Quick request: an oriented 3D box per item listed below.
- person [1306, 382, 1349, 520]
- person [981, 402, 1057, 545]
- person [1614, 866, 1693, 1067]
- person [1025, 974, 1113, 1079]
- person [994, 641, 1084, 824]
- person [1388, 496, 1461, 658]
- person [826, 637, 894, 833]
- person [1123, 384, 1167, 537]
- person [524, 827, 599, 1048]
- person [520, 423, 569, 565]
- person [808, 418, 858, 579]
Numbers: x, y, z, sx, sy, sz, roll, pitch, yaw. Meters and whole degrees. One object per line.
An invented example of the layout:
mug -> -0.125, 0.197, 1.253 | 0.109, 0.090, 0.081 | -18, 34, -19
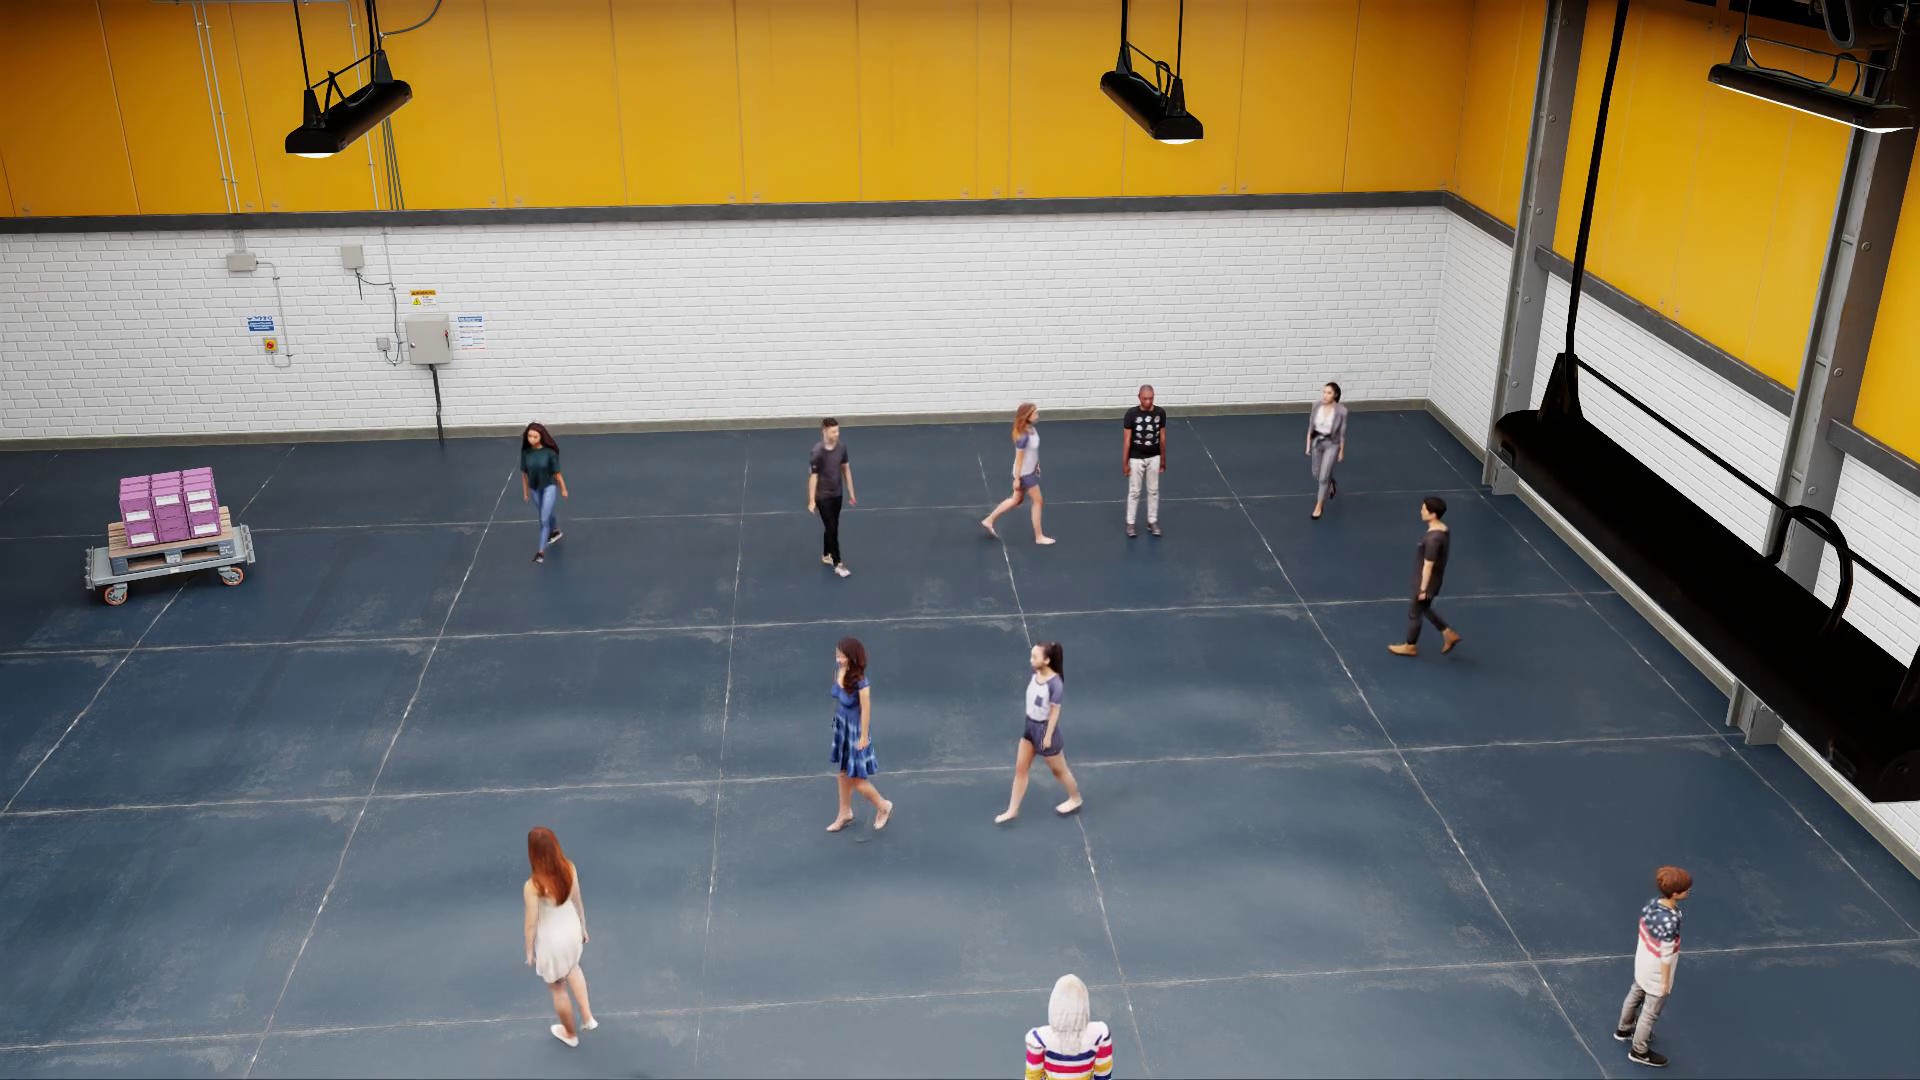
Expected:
person -> 4.332, -1.082, 19.517 | 0.937, 1.660, 1.006 | 18, 29, 35
person -> 0.629, -0.742, 18.706 | 0.847, 1.686, 1.099 | 2, 24, 6
person -> 4.582, 2.782, 10.955 | 0.596, 1.437, 0.430 | 1, 24, 3
person -> 0.612, 3.268, 9.391 | 0.662, 1.800, 0.704 | -1, 24, -2
person -> 0.759, 1.567, 13.524 | 0.912, 1.606, 1.045 | -11, 26, -24
person -> 4.599, 0.379, 16.126 | 0.959, 1.700, 0.947 | 13, 27, 27
person -> -0.829, 1.568, 13.280 | 0.886, 1.800, 0.834 | -12, 26, -25
person -> 2.103, -0.930, 18.992 | 0.666, 1.802, 0.618 | -4, 24, -8
person -> -2.583, 2.650, 10.927 | 0.823, 1.702, 0.762 | 20, 31, 38
person -> -4.587, -0.563, 18.464 | 0.863, 1.553, 1.241 | 6, 24, 14
person -> -1.467, -0.501, 18.083 | 0.957, 1.743, 1.034 | -21, 31, -40
